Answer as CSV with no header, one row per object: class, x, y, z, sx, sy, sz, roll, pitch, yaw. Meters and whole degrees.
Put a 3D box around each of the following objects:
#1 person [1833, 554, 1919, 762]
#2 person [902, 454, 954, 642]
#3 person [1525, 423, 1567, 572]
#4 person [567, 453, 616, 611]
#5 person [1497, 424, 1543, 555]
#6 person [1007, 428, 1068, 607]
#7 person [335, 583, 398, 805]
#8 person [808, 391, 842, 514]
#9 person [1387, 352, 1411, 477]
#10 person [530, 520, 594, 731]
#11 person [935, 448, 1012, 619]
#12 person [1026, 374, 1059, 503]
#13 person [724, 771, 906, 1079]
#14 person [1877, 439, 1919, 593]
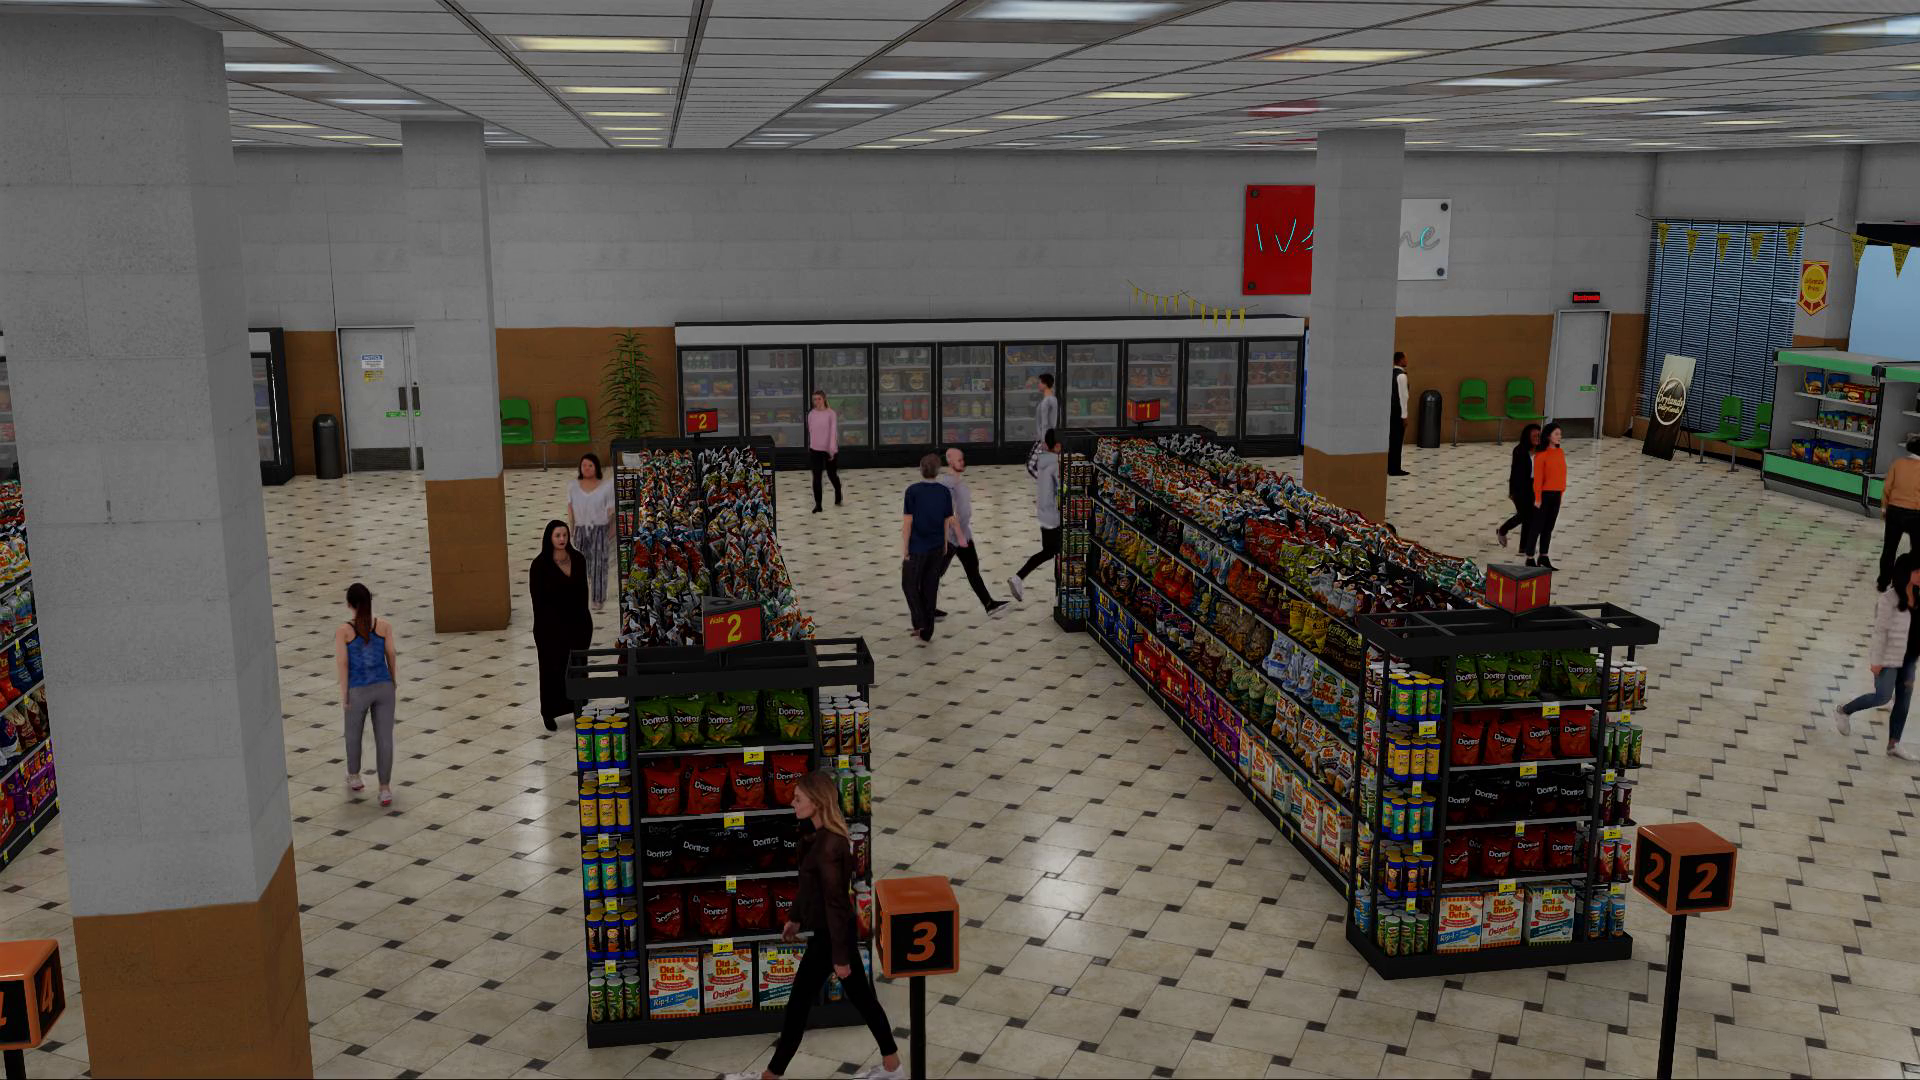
person,7.236,0.892,12.998,0.767,1.618,1.001,-6,13,-25
person,-0.295,0.109,16.155,0.730,1.850,0.755,-5,13,-22
person,6.783,-0.487,19.241,0.695,1.745,0.686,-8,14,-33
person,-3.872,-0.107,17.627,0.808,1.667,0.857,2,12,8
person,6.827,-0.624,20.233,0.791,1.603,0.894,-7,14,-31
person,0.897,-0.215,17.553,0.917,1.908,1.069,-5,13,-23
person,-4.233,1.125,11.971,0.747,1.586,0.943,-6,13,-26
person,-1.841,-1.225,22.964,0.866,1.655,1.179,2,12,10
person,6.776,-1.977,25.894,0.773,1.918,0.556,-3,12,-16
person,-3.273,0.683,13.650,0.787,1.759,0.810,-10,16,-40
person,-0.165,-0.032,16.965,1.074,1.792,1.220,2,12,11
person,1.283,-1.411,23.407,0.855,1.836,0.792,5,13,21
person,-0.533,1.928,8.005,0.769,1.649,1.062,-1,12,-3
person,10.357,-0.259,18.179,0.702,1.737,0.856,10,16,40
